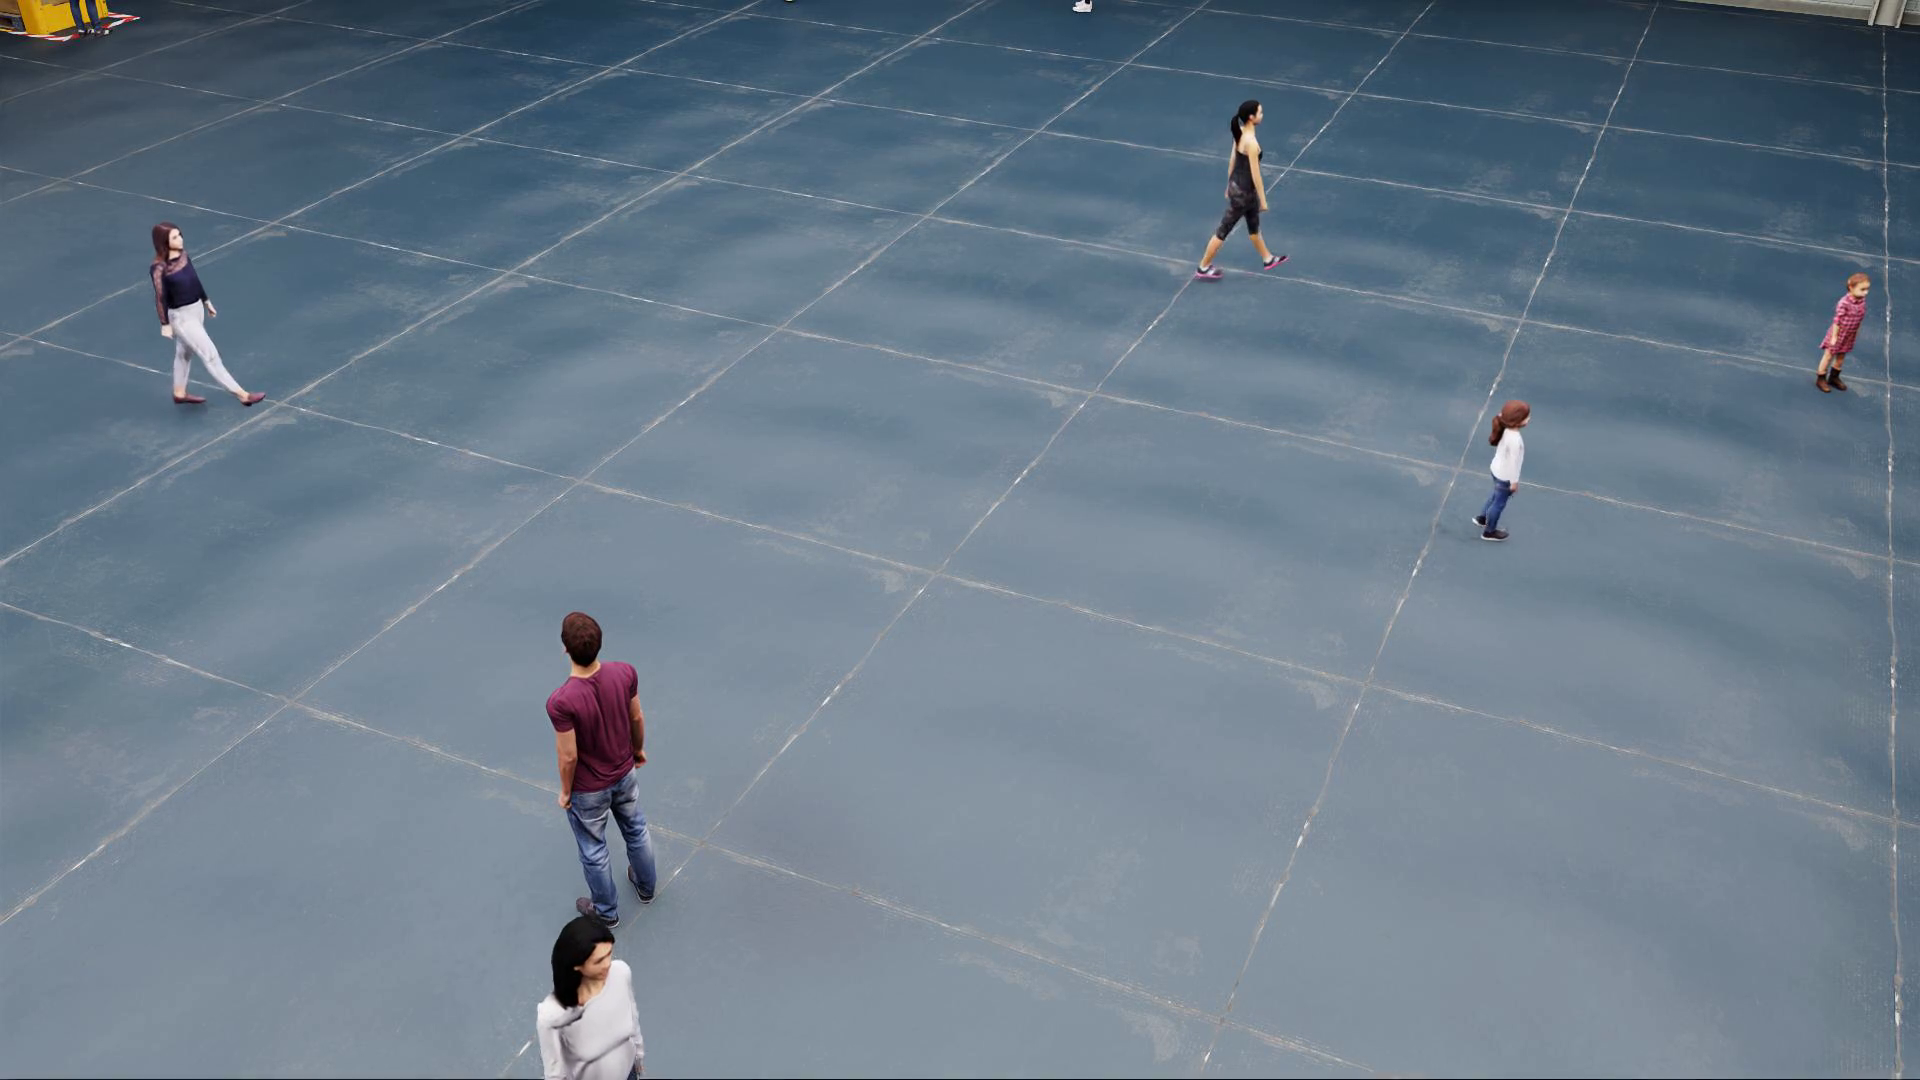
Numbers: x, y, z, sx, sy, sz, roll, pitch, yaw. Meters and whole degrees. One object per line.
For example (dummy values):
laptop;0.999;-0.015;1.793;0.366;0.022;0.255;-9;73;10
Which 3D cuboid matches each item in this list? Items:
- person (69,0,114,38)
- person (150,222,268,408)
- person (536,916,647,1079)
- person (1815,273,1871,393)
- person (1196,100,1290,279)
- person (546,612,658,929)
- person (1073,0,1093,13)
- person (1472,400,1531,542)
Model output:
person;-11.954;-7.749;22.425;0.590;1.866;0.742;4;32;6
person;-6.176;-1.736;13.179;1.127;1.559;0.863;2;32;3
person;-1.540;2.179;6.854;0.885;1.686;0.769;27;41;35
person;7.265;-1.723;13.664;0.495;1.021;0.562;-8;33;-13
person;2.501;-3.180;15.351;1.191;1.685;1.000;-5;33;-8
person;-1.798;1.151;8.327;0.677;1.853;0.731;28;42;37
person;1.798;-8.388;23.553;0.567;1.742;0.592;10;34;15
person;3.757;-0.496;11.637;0.558;1.107;0.527;1;32;2
